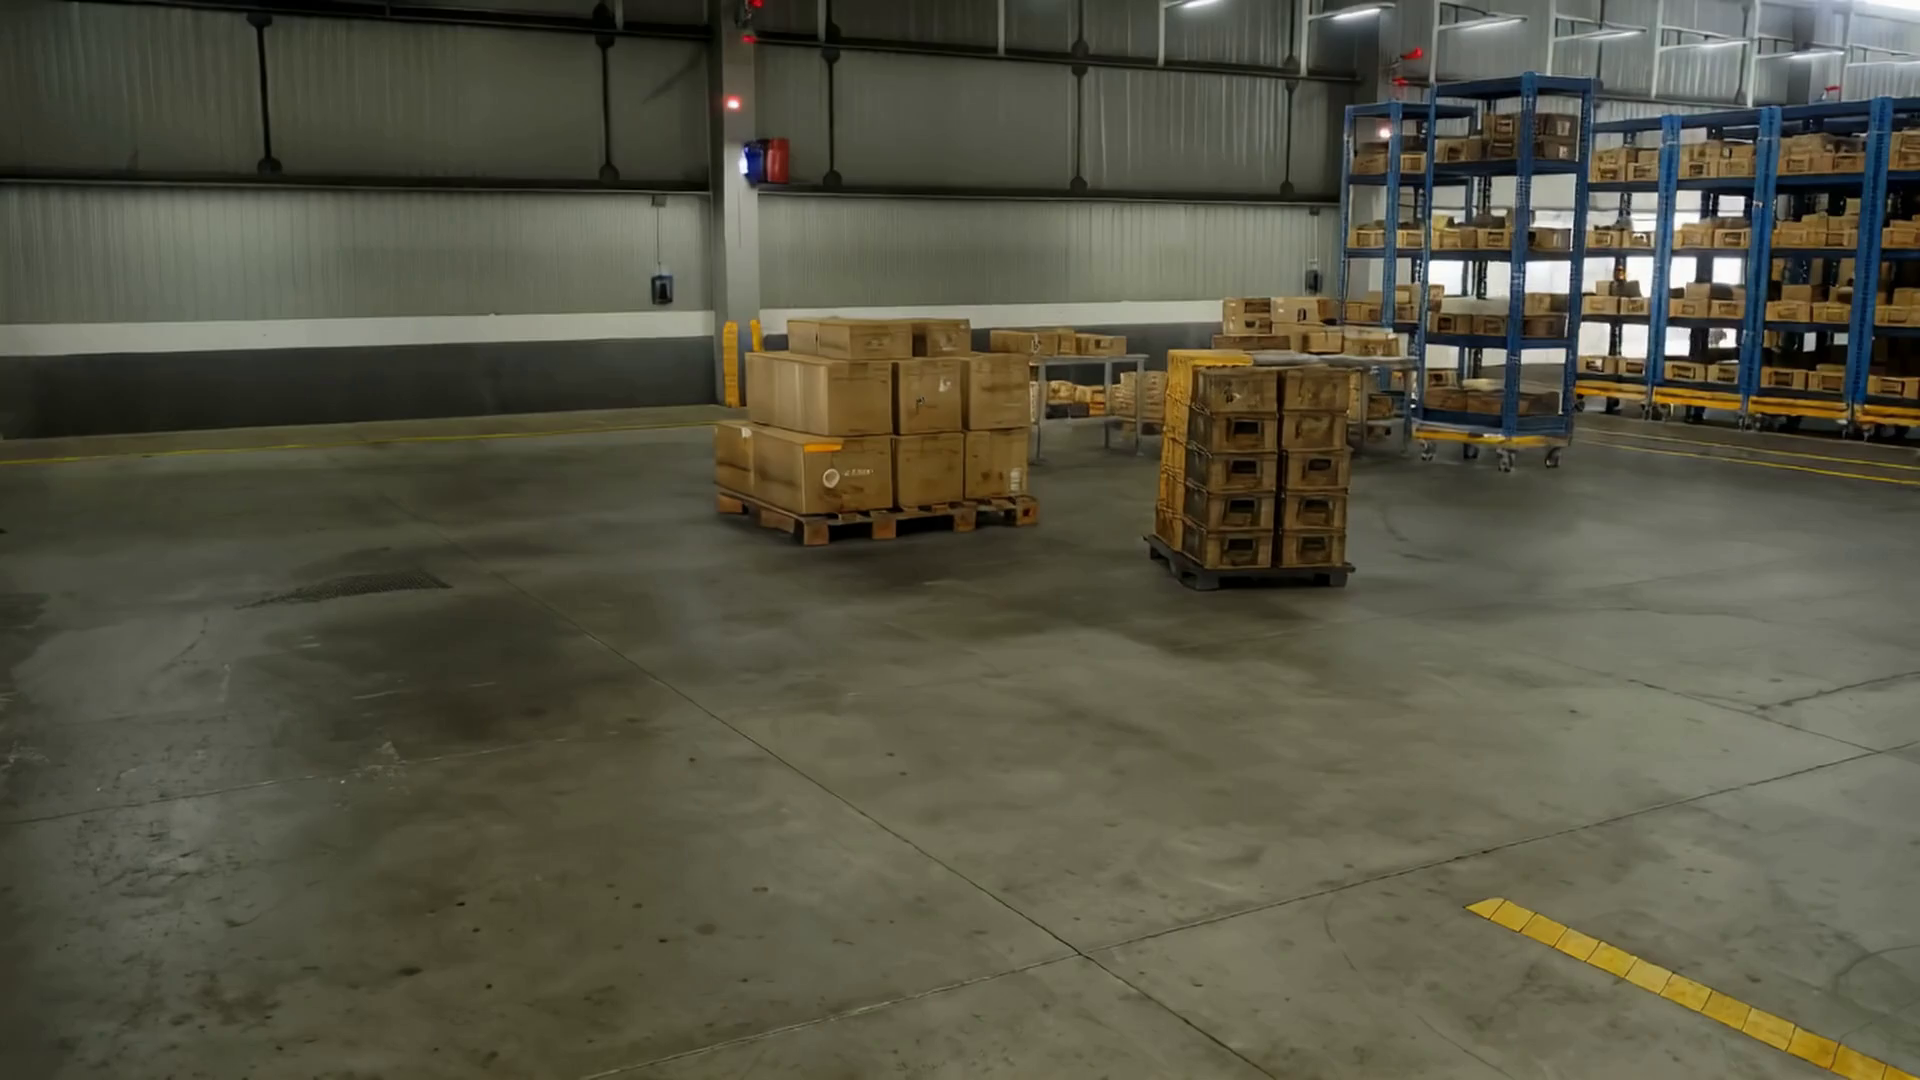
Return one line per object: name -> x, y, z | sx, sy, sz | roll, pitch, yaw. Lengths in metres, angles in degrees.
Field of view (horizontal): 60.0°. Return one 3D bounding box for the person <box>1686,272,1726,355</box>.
person -> 11.241, -3.183, 25.037 | 0.616, 1.701, 0.399 | 5, 11, 27
